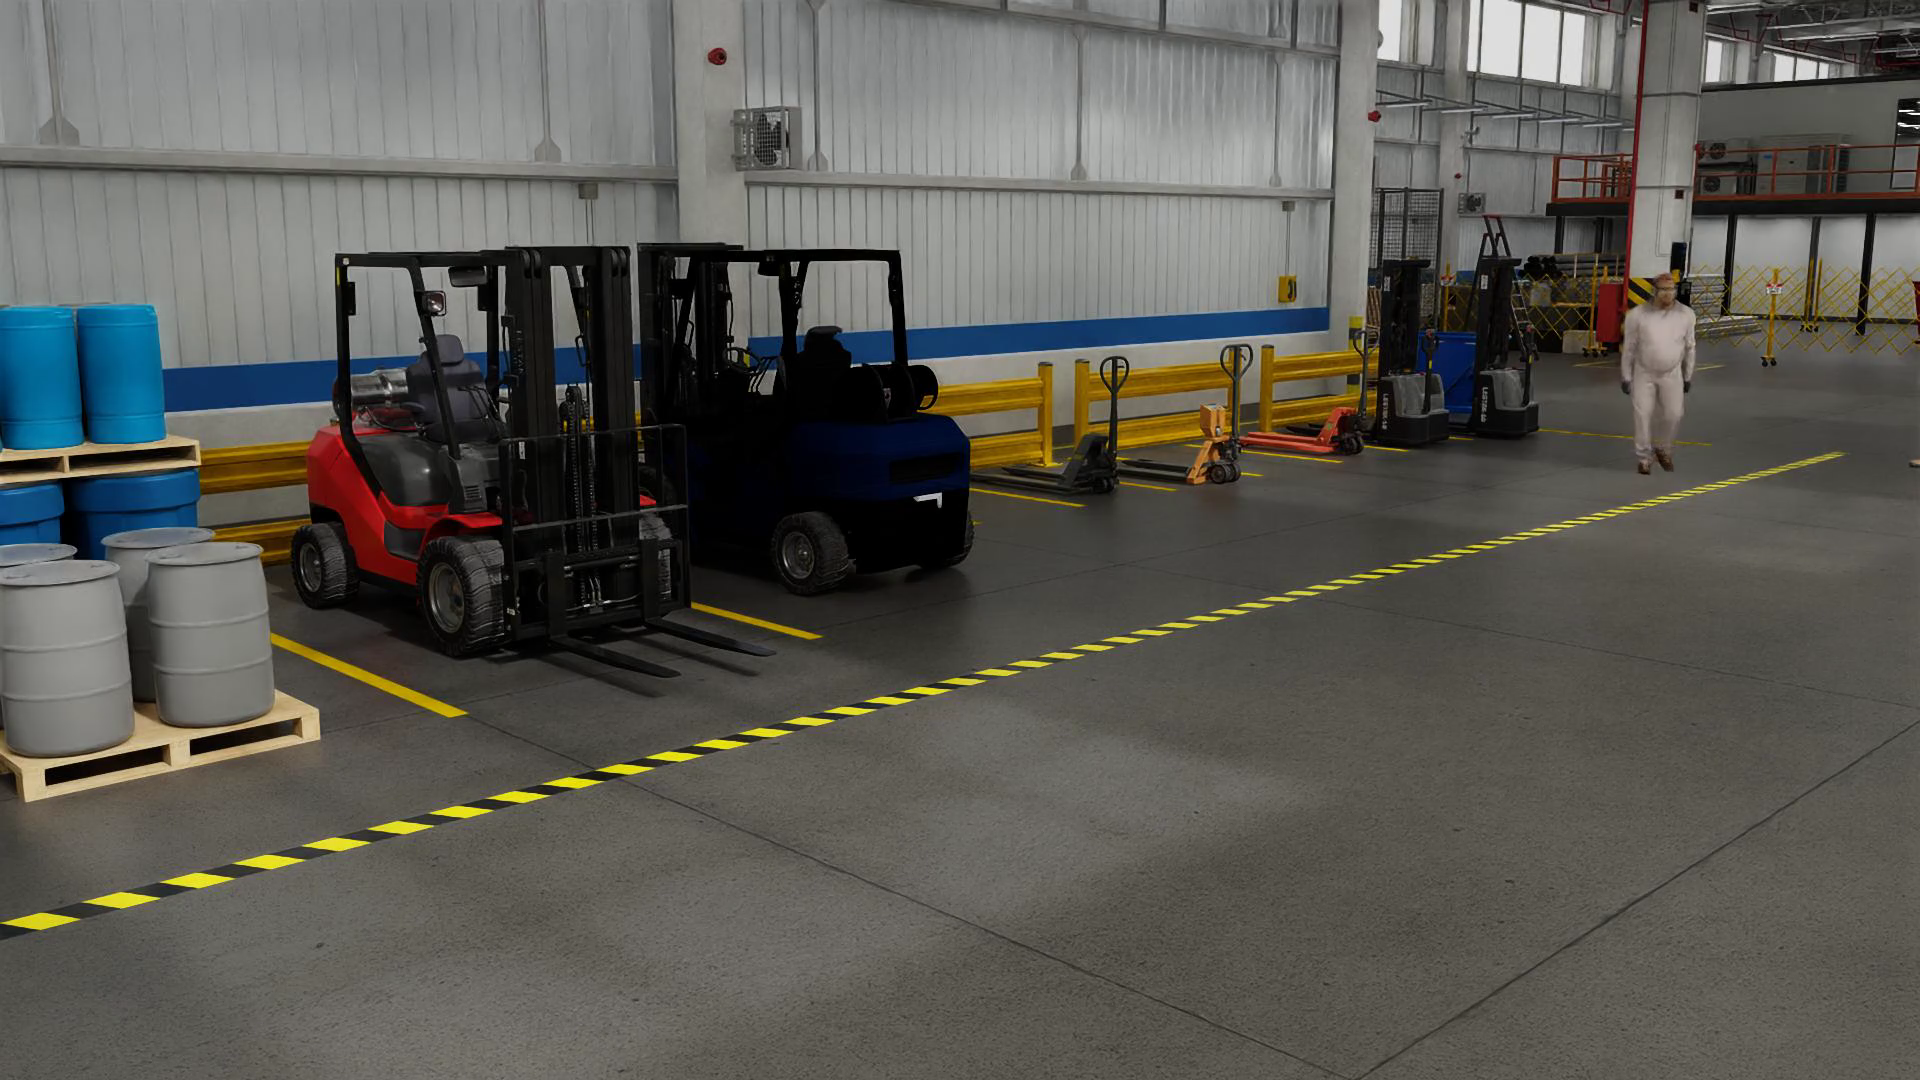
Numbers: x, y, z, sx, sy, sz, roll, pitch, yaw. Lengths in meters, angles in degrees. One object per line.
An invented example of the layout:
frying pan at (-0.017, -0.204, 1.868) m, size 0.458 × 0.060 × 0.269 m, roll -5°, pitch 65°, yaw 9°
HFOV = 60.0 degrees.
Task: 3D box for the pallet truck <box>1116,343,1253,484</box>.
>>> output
pallet truck at (1.962, -1.215, 15.415) m, size 1.522 × 1.261 × 0.704 m, roll 10°, pitch 14°, yaw 43°

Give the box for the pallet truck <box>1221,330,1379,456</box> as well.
pallet truck at (3.563, -1.581, 17.381) m, size 0.653 × 1.274 × 1.630 m, roll -10°, pitch 14°, yaw -44°

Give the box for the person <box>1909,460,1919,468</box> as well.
person at (9.403, -1.659, 15.781) m, size 0.377 × 2.045 × 0.605 m, roll -1°, pitch 10°, yaw -7°

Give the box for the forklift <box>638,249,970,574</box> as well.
forklift at (-1.173, -0.958, 11.239) m, size 2.680 × 1.987 × 1.157 m, roll 10°, pitch 14°, yaw 43°

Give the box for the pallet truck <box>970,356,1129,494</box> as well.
pallet truck at (0.784, -1.085, 14.876) m, size 0.680 × 1.201 × 1.601 m, roll -10°, pitch 14°, yaw -44°

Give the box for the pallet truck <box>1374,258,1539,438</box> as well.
pallet truck at (5.704, -2.208, 18.901) m, size 1.885 × 1.965 × 0.823 m, roll 10°, pitch 14°, yaw 43°

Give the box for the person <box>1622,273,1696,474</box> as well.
person at (6.542, -1.552, 15.602) m, size 0.658 × 1.891 × 0.421 m, roll 2°, pitch 11°, yaw 13°

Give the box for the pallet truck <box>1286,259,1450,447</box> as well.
pallet truck at (4.493, -2.078, 18.196) m, size 0.823 × 1.965 × 1.885 m, roll -9°, pitch 14°, yaw -40°

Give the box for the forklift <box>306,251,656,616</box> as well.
forklift at (-2.833, -0.669, 9.694) m, size 1.157 × 1.987 × 2.680 m, roll -10°, pitch 14°, yaw -44°
